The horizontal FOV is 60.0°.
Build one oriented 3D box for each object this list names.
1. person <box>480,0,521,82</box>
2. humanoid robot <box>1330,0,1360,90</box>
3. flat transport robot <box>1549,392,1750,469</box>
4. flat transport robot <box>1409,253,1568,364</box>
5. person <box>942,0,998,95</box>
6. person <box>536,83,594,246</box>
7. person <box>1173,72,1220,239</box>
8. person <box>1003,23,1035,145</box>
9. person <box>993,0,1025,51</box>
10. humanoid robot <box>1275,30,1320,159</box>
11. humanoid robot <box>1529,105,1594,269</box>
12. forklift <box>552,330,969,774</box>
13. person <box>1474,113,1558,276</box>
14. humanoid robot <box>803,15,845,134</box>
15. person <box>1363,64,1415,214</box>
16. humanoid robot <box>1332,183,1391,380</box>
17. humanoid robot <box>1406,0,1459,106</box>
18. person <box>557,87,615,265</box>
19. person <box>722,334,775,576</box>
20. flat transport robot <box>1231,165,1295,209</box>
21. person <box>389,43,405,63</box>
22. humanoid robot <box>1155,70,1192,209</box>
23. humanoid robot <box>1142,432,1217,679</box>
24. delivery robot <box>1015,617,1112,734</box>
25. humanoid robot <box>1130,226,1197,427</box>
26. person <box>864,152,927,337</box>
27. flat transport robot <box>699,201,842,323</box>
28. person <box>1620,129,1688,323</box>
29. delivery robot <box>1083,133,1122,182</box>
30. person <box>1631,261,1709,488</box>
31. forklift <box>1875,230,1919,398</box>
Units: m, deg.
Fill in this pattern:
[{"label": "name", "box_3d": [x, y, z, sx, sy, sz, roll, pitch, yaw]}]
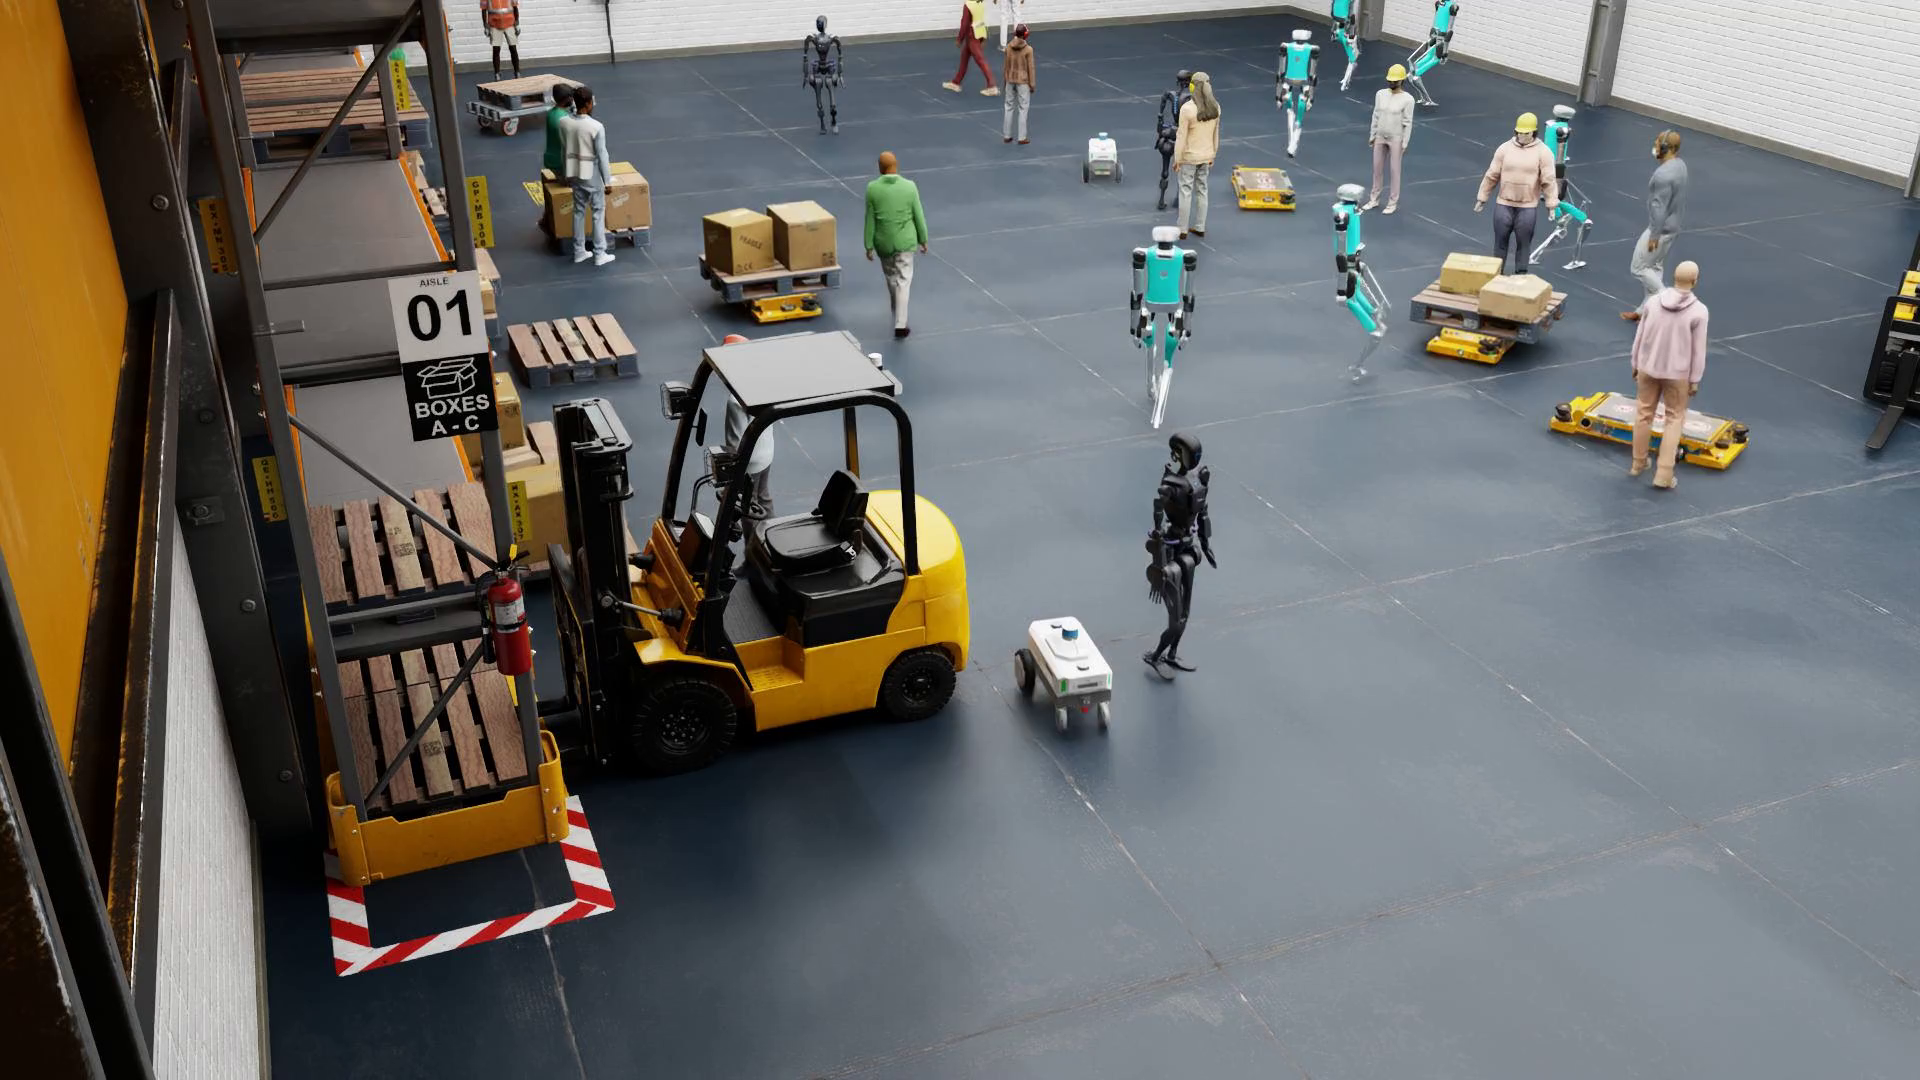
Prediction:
[{"label": "person", "box_3d": [-7.292, -8.207, 26.444, 0.597, 1.958, 0.371, -9, 28, -17]}, {"label": "humanoid robot", "box_3d": [6.207, -8.028, 26.352, 0.778, 1.800, 0.537, -13, 30, -25]}, {"label": "flat transport robot", "box_3d": [5.742, -0.939, 13.855, 1.431, 0.231, 0.659, 20, 33, 34]}, {"label": "flat transport robot", "box_3d": [5.070, -2.045, 16.055, 0.659, 0.231, 1.431, 17, 31, 30]}, {"label": "person", "box_3d": [0.198, -7.839, 25.983, 0.980, 1.714, 0.470, 9, 28, 18]}, {"label": "person", "box_3d": [-4.445, -4.157, 18.519, 0.537, 1.832, 0.540, -9, 28, -18]}, {"label": "person", "box_3d": [2.681, -4.343, 18.857, 0.567, 1.867, 0.416, -15, 30, -27]}, {"label": "person", "box_3d": [0.807, -6.294, 22.976, 0.474, 1.641, 0.337, 12, 29, 22]}, {"label": "person", "box_3d": [0.868, -9.563, 29.214, 0.572, 1.883, 0.354, -4, 27, -9]}, {"label": "humanoid robot", "box_3d": [4.491, -5.940, 22.162, 0.540, 1.724, 1.019, 9, 28, 17]}, {"label": "humanoid robot", "box_3d": [6.565, -3.767, 17.862, 0.899, 1.780, 0.560, 1, 27, 1]}, {"label": "forklift", "box_3d": [-1.094, 0.010, 9.831, 2.313, 2.155, 1.214, -10, 28, -20]}, {"label": "person", "box_3d": [5.745, -3.477, 17.142, 0.814, 1.856, 0.436, 14, 30, 26]}, {"label": "humanoid robot", "box_3d": [-1.926, -6.567, 23.480, 0.604, 1.644, 0.333, 1, 27, 1]}, {"label": "person", "box_3d": [5.122, -4.780, 19.840, 0.523, 1.761, 0.337, 24, 35, 39]}, {"label": "humanoid robot", "box_3d": [3.640, -2.272, 14.906, 0.738, 1.797, 0.534, 10, 29, 20]}, {"label": "humanoid robot", "box_3d": [6.955, -7.322, 24.768, 0.735, 1.677, 0.533, -7, 27, -13]}, {"label": "person", "box_3d": [-4.038, -3.916, 17.958, 0.599, 1.904, 0.394, 12, 29, 23]}, {"label": "person", "box_3d": [-1.477, -0.585, 11.514, 0.352, 1.740, 0.571, 7, 28, 14]}, {"label": "flat transport robot", "box_3d": [3.769, -4.391, 20.722, 0.659, 0.231, 1.431, 2, 27, 3]}, {"label": "person", "box_3d": [-8.294, -7.013, 24.192, 0.414, 1.832, 0.523, -12, 29, -23]}, {"label": "humanoid robot", "box_3d": [2.592, -4.801, 19.962, 0.600, 1.649, 0.351, 17, 31, 30]}, {"label": "humanoid robot", "box_3d": [1.354, 0.089, 10.247, 0.322, 1.650, 0.588, 21, 33, 35]}, {"label": "delivery robot", "box_3d": [0.660, 0.775, 10.122, 0.499, 0.590, 0.793, -7, 27, -13]}, {"label": "humanoid robot", "box_3d": [1.717, -1.895, 14.154, 0.530, 1.776, 0.960, 3, 27, 7]}, {"label": "person", "box_3d": [-0.620, -2.892, 16.131, 0.598, 1.726, 0.958, 2, 27, 3]}, {"label": "flat transport robot", "box_3d": [-1.952, -2.552, 17.063, 0.659, 0.231, 1.431, -11, 29, -21]}, {"label": "person", "box_3d": [6.818, -2.984, 16.094, 0.518, 1.919, 0.662, 19, 32, 33]}, {"label": "delivery robot", "box_3d": [1.841, -4.941, 21.514, 0.499, 0.609, 0.805, 1, 27, 3]}, {"label": "person", "box_3d": [5.465, -1.291, 12.884, 0.555, 1.773, 0.470, 21, 33, 35]}, {"label": "forklift", "box_3d": [9.029, -2.397, 14.618, 1.214, 2.155, 2.313, 18, 32, 32]}]
